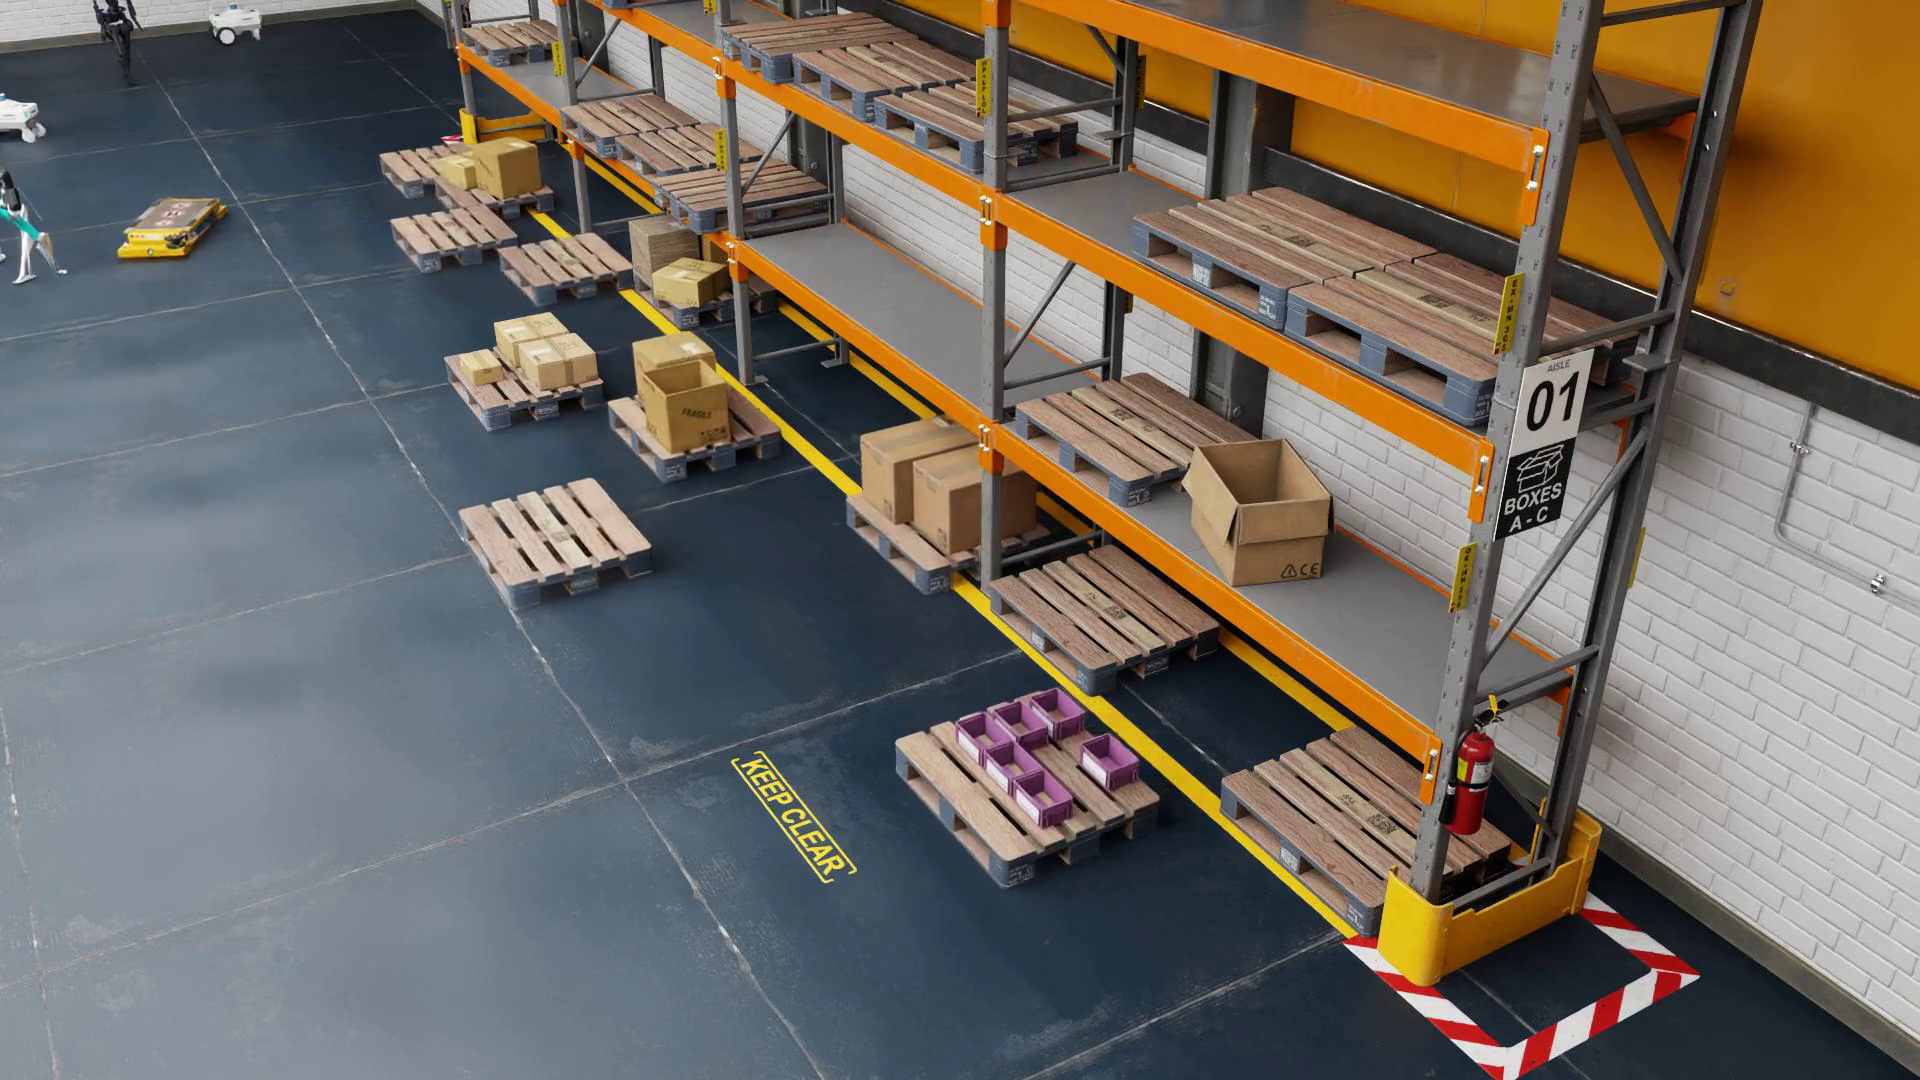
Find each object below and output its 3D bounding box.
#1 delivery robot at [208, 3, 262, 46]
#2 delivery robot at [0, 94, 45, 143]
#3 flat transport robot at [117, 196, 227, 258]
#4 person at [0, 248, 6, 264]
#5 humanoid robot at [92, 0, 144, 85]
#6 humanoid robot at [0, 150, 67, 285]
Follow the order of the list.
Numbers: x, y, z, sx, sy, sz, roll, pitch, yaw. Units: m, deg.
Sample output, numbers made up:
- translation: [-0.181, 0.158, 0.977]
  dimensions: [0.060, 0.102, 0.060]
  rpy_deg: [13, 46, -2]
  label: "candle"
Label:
- translation: [-10.940, -7.766, 25.071]
  dimensions: [0.785, 0.614, 0.508]
  rpy_deg: [-20, 35, -31]
  label: "delivery robot"
- translation: [-11.786, -5.189, 20.523]
  dimensions: [0.815, 0.614, 0.499]
  rpy_deg: [-1, 30, -1]
  label: "delivery robot"
- translation: [-8.250, -3.290, 17.440]
  dimensions: [0.659, 0.231, 1.431]
  rpy_deg: [-2, 30, -4]
  label: "flat transport robot"
- translation: [-9.867, -3.521, 16.391]
  dimensions: [0.466, 1.706, 0.367]
  rpy_deg: [-8, 31, -14]
  label: "person"
- translation: [-11.464, -7.062, 22.690]
  dimensions: [0.643, 1.636, 0.587]
  rpy_deg: [18, 34, 29]
  label: "humanoid robot"
- translation: [-9.073, -3.275, 16.027]
  dimensions: [0.550, 1.888, 0.771]
  rpy_deg: [11, 31, 19]
  label: "humanoid robot"
